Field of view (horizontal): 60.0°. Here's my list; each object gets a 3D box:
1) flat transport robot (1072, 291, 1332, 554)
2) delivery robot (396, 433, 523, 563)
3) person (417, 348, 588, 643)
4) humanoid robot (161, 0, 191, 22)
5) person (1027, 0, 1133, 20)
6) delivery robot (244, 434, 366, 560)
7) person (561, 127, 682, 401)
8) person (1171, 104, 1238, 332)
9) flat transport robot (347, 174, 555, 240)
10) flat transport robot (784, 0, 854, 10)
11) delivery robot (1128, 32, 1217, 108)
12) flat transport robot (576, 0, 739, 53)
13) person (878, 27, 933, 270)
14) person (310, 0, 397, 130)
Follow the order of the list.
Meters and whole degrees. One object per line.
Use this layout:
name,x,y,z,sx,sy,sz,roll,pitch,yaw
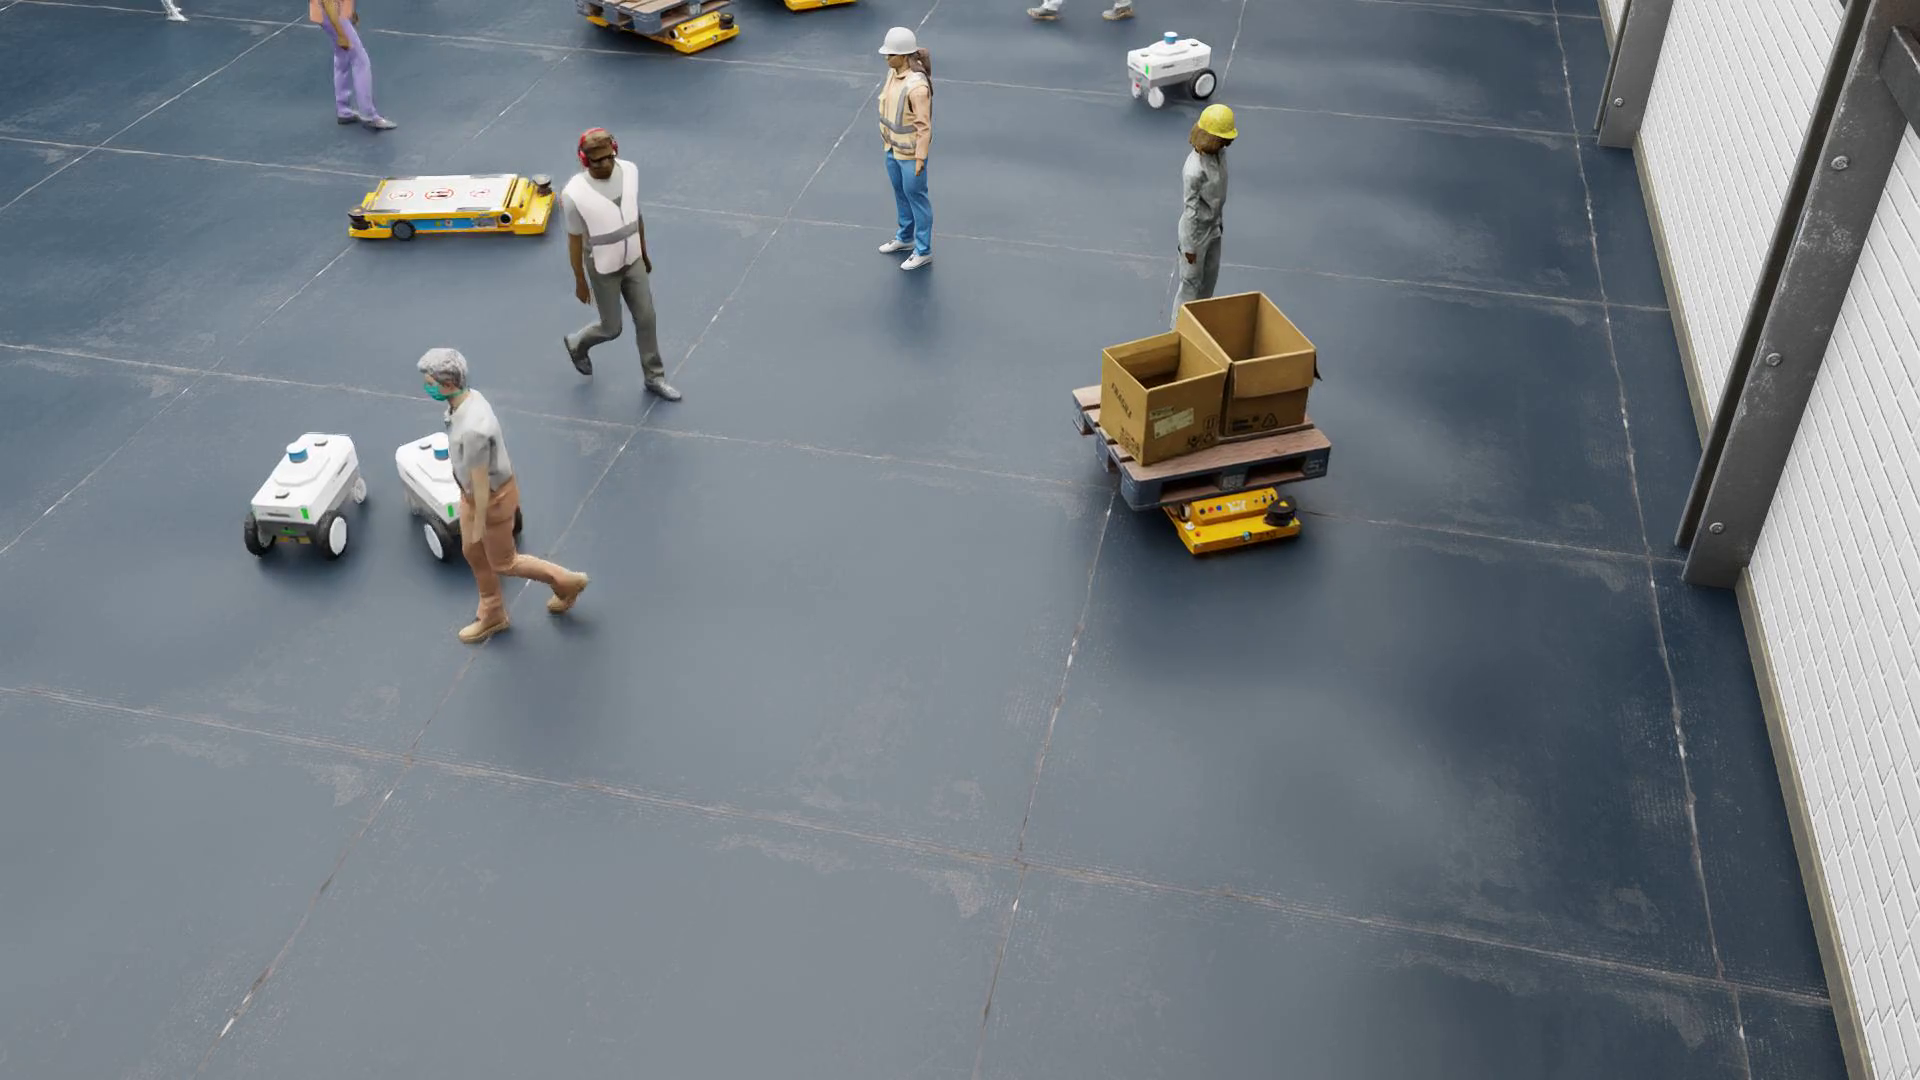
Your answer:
flat transport robot,1.399,-0.444,9.813,0.659,0.231,1.431,-10,38,-14
delivery robot,-2.860,-0.289,9.356,0.499,0.582,0.773,-27,44,-31
person,-2.304,-0.239,8.331,0.662,1.715,0.483,-21,42,-26
humanoid robot,-7.671,-5.826,15.790,0.782,1.772,0.534,-5,37,-6
person,1.211,-5.795,15.673,1.041,1.828,0.587,-5,37,-7
delivery robot,-3.663,-0.254,9.329,0.499,0.606,0.794,4,37,5
person,-2.168,-1.700,10.211,0.753,1.814,0.568,24,43,28
person,1.562,-1.966,10.628,0.321,1.727,0.494,19,41,23
flat transport robot,-3.839,-2.524,12.596,1.431,0.231,0.659,-2,37,-3
flat transport robot,-1.652,-5.710,16.859,0.659,0.231,1.431,-16,40,-21
delivery robot,1.844,-4.119,14.495,0.770,0.599,0.513,-18,40,-22
flat transport robot,-2.853,-4.974,15.874,1.431,0.231,0.659,25,43,29
person,-0.370,-2.752,11.681,0.371,1.728,0.496,-19,41,-24
person,-5.083,-4.260,13.642,0.447,1.820,0.580,-9,38,-11
